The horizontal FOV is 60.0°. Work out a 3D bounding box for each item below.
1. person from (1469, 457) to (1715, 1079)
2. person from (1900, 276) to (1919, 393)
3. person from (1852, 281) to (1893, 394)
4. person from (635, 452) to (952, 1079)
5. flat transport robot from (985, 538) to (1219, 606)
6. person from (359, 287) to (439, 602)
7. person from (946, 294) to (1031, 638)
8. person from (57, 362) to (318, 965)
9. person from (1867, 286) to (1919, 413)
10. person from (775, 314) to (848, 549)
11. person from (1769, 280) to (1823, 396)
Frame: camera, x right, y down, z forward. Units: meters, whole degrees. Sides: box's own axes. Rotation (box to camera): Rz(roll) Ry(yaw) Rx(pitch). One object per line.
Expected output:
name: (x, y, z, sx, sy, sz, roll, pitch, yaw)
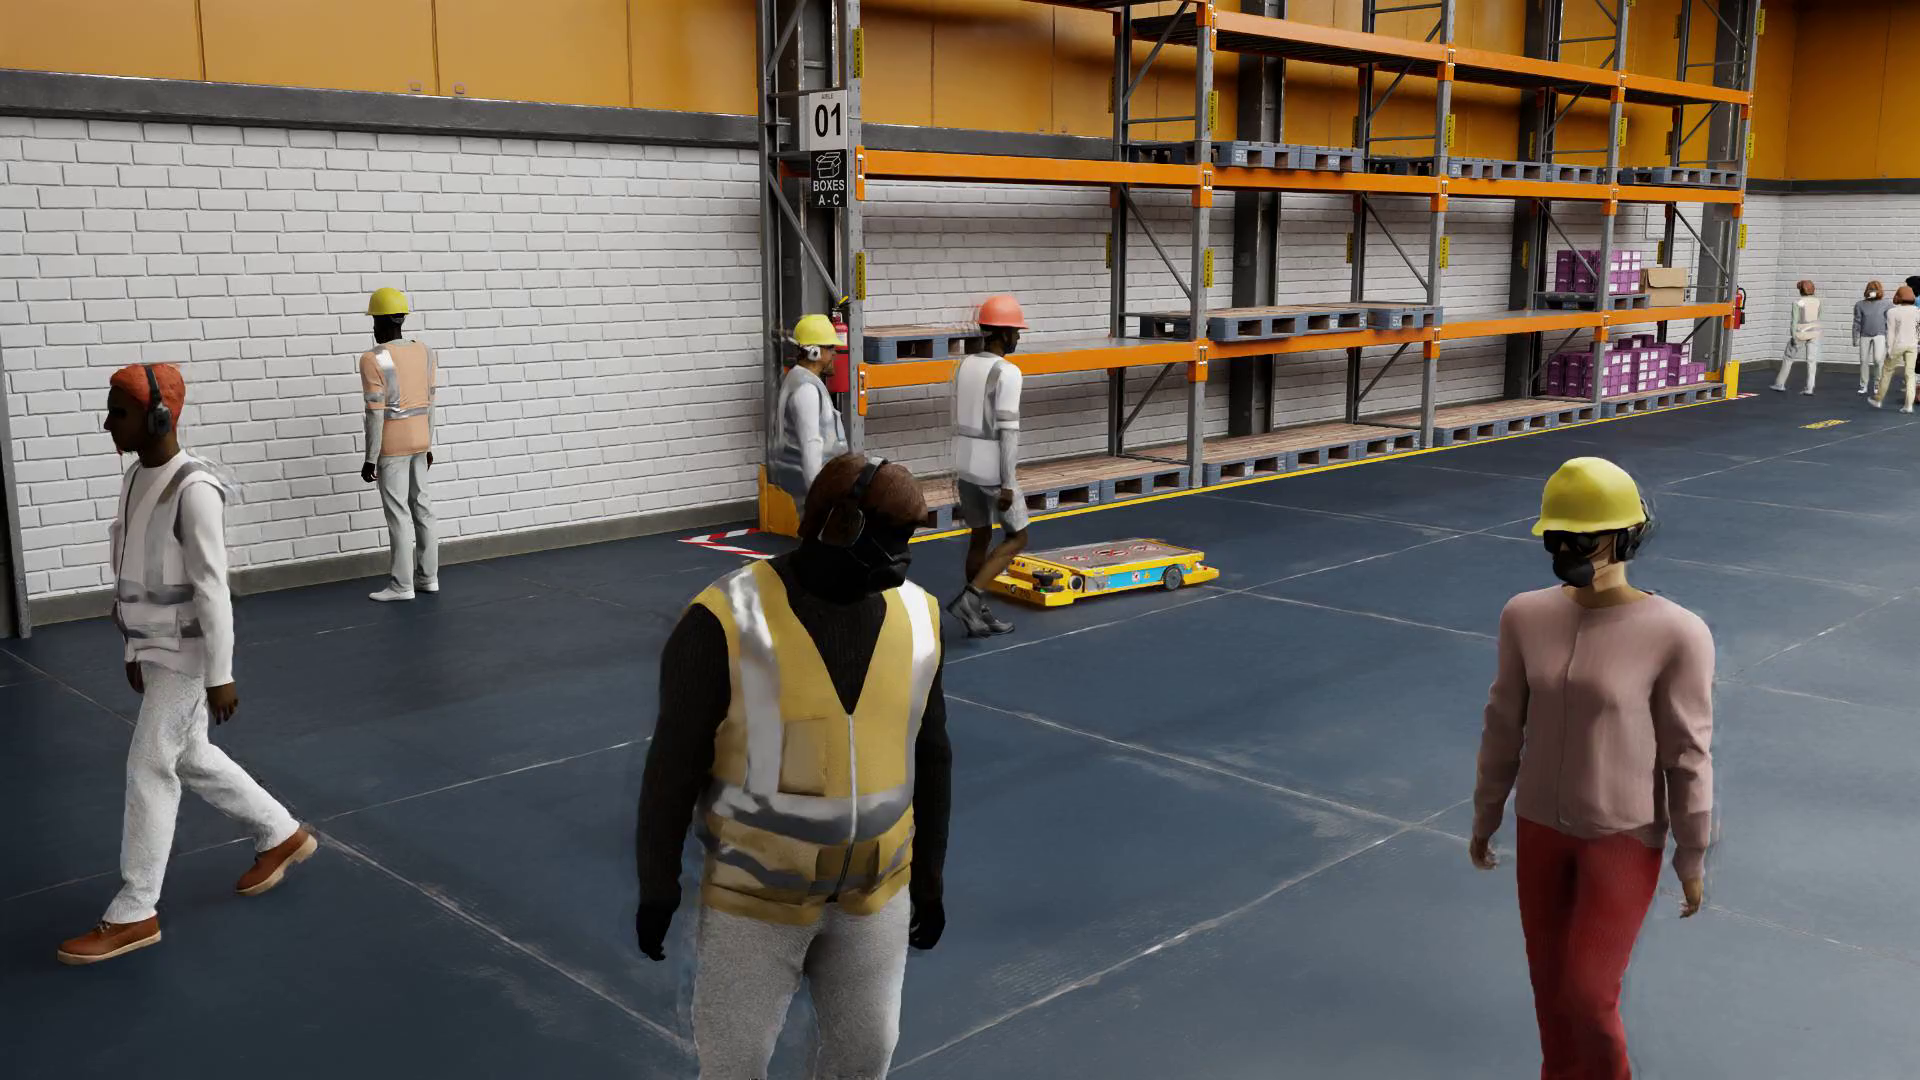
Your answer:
person: (1.426, 0.678, 3.844, 0.426, 1.745, 0.548, -8, 13, -38)
person: (13.549, -2.900, 23.559, 0.423, 1.664, 0.568, 5, 12, 26)
person: (12.894, -2.857, 23.521, 0.513, 1.601, 0.446, 8, 13, 37)
person: (-0.365, 0.727, 3.452, 0.772, 1.813, 0.432, -5, 12, -27)
flat transport robot: (0.904, 0.184, 10.568, 1.431, 0.197, 0.652, -7, 13, -35)
person: (-3.453, -0.581, 10.220, 0.366, 1.927, 0.588, 4, 11, 22)
person: (0.151, -0.381, 9.158, 0.495, 1.924, 0.557, -8, 13, -36)
person: (-2.507, 0.352, 5.345, 0.866, 1.855, 0.592, -10, 14, -43)
person: (12.012, -2.441, 21.269, 0.500, 1.590, 0.852, 0, 10, 2)
person: (-0.889, -0.340, 9.216, 0.578, 1.814, 0.599, -1, 10, -5)
person: (11.856, -2.861, 23.512, 0.516, 1.603, 0.790, -2, 11, -9)
